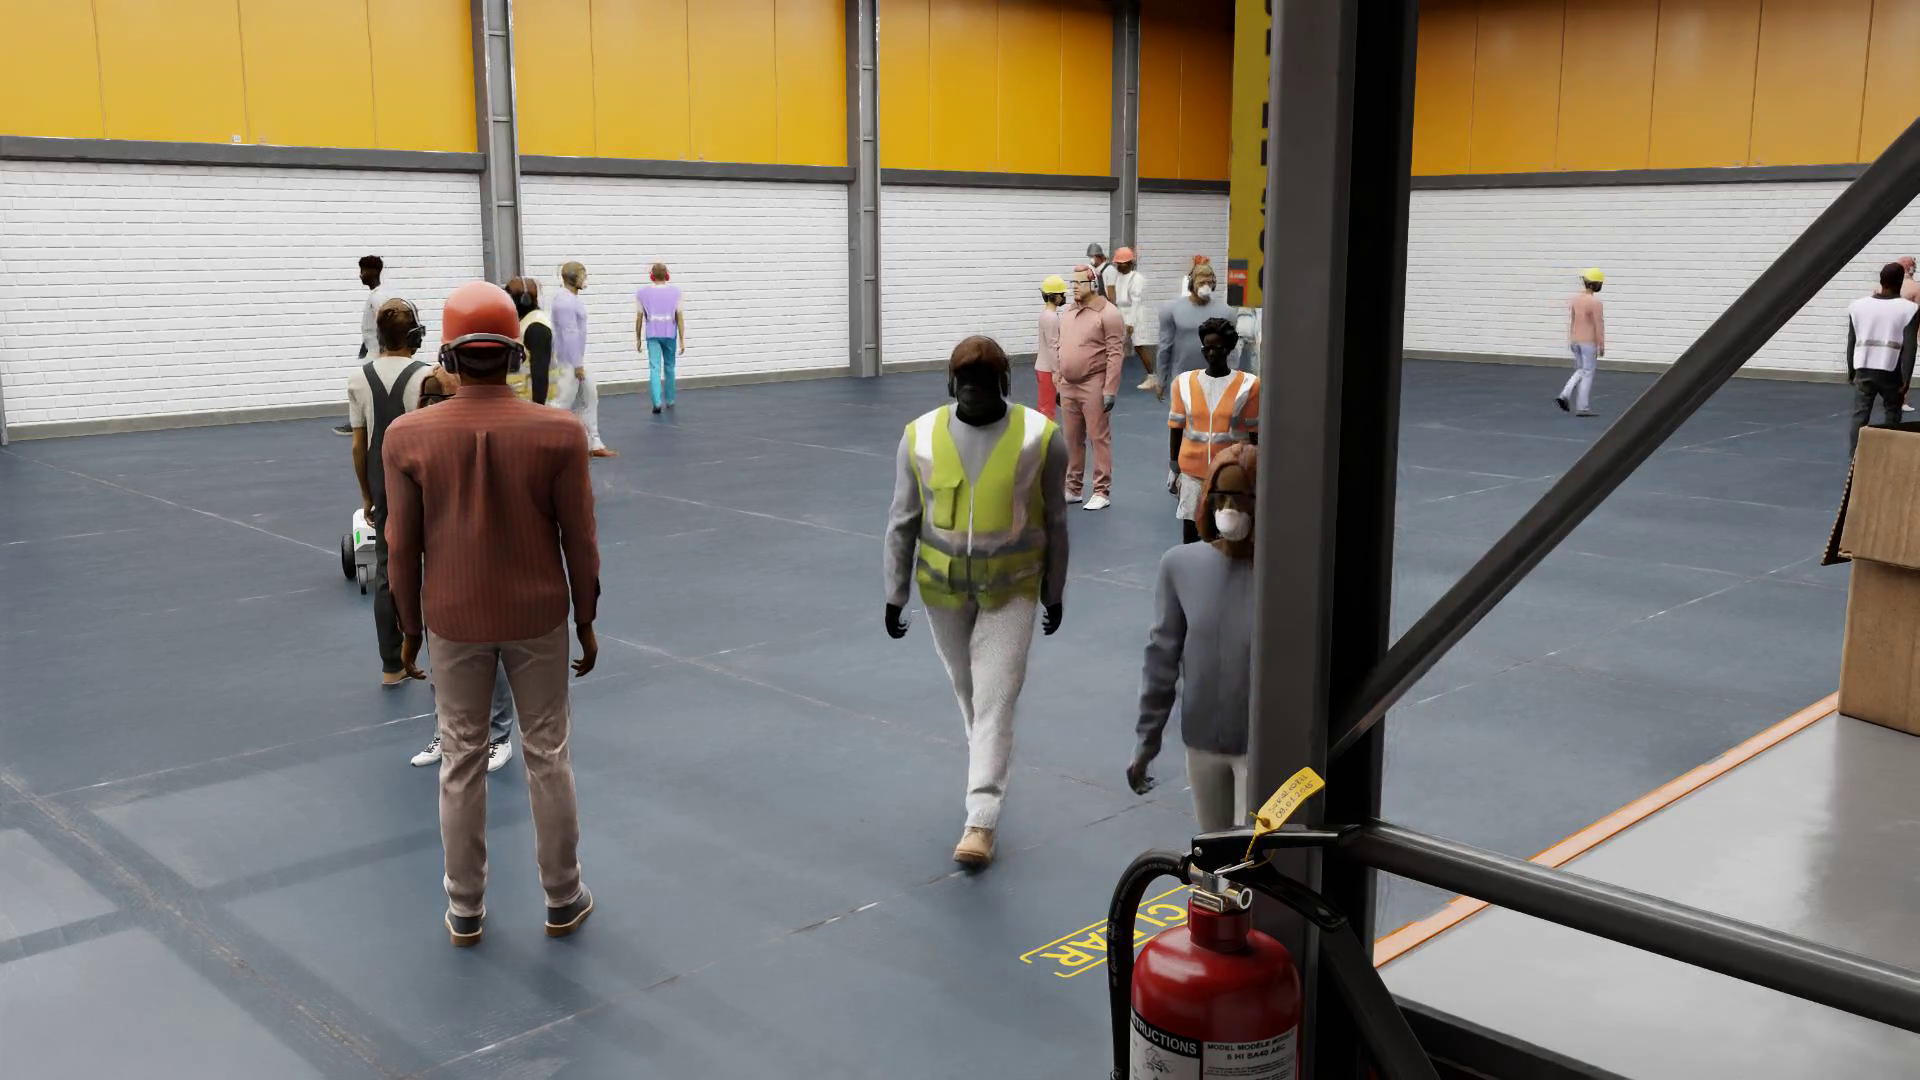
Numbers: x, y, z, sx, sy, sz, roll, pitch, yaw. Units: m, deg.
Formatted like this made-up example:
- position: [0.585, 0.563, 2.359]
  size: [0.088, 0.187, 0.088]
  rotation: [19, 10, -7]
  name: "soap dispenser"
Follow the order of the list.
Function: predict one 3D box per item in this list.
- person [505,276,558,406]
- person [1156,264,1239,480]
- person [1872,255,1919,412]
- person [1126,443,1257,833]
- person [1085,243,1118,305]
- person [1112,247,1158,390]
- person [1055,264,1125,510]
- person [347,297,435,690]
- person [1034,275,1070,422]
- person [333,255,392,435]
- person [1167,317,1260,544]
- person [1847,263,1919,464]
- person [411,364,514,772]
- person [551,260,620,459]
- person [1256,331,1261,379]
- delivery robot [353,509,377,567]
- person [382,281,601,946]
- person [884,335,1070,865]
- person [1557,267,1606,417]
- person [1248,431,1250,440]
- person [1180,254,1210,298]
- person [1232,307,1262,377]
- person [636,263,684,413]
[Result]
- position: [-3.267, -1.113, 12.791]
  size: [0.515, 1.825, 0.644]
  rotation: [-5, 11, -23]
  name: "person"
- position: [1.930, -1.256, 13.378]
  size: [0.643, 1.892, 0.958]
  rotation: [-1, 10, -5]
  name: "person"
- position: [11.324, -2.480, 20.067]
  size: [0.554, 1.893, 0.673]
  rotation: [-4, 11, -22]
  name: "person"
- position: [0.675, 0.562, 4.226]
  size: [0.498, 1.612, 0.675]
  rotation: [8, 13, 36]
  name: "person"
- position: [2.218, -3.763, 26.663]
  size: [0.687, 2.000, 0.702]
  rotation: [8, 13, 38]
  name: "person"
- position: [2.331, -3.023, 22.843]
  size: [1.025, 1.980, 0.616]
  rotation: [-7, 12, -32]
  name: "person"
- position: [0.970, -1.192, 13.009]
  size: [0.408, 1.908, 0.646]
  rotation: [-10, 14, -42]
  name: "person"
- position: [-2.577, -0.205, 7.796]
  size: [0.507, 1.846, 0.345]
  rotation: [1, 10, 6]
  name: "person"
- position: [0.846, -1.537, 15.272]
  size: [0.315, 1.769, 0.523]
  rotation: [-1, 10, -6]
  name: "person"
- position: [-6.291, -2.087, 17.859]
  size: [0.870, 1.927, 0.610]
  rotation: [-2, 11, -10]
  name: "person"
- position: [1.387, -0.365, 9.073]
  size: [0.540, 1.696, 0.317]
  rotation: [4, 11, 20]
  name: "person"
- position: [8.241, -1.514, 14.852]
  size: [0.596, 1.881, 0.931]
  rotation: [9, 14, 41]
  name: "person"
- position: [-1.999, 0.113, 6.637]
  size: [0.508, 1.632, 0.271]
  rotation: [3, 11, 16]
  name: "person"
- position: [-3.753, -1.682, 15.704]
  size: [0.903, 1.910, 0.634]
  rotation: [0, 10, -2]
  name: "person"
- position: [2.103, -0.796, 10.930]
  size: [0.992, 1.879, 0.607]
  rotation: [-8, 13, -38]
  name: "person"
- position: [-3.537, -0.046, 10.194]
  size: [0.477, 0.478, 0.707]
  rotation: [-4, 11, -19]
  name: "delivery robot"
- position: [-1.387, 0.232, 4.996]
  size: [0.614, 1.997, 0.374]
  rotation: [-2, 11, -11]
  name: "person"
- position: [0.056, 0.171, 5.919]
  size: [0.637, 1.793, 0.981]
  rotation: [2, 11, 13]
  name: "person"
- position: [7.361, -2.318, 19.543]
  size: [0.391, 1.752, 0.553]
  rotation: [-3, 11, -16]
  name: "person"
- position: [2.993, -1.669, 15.493]
  size: [0.783, 1.959, 0.655]
  rotation: [-5, 12, -26]
  name: "person"
- position: [3.264, -2.990, 22.916]
  size: [0.710, 1.858, 0.622]
  rotation: [-7, 13, -35]
  name: "person"
- position: [3.863, -2.811, 22.437]
  size: [0.493, 1.689, 0.931]
  rotation: [5, 12, 27]
  name: "person"
- position: [-3.639, -2.452, 20.201]
  size: [0.591, 1.799, 0.982]
  rotation: [-2, 11, -10]
  name: "person"
